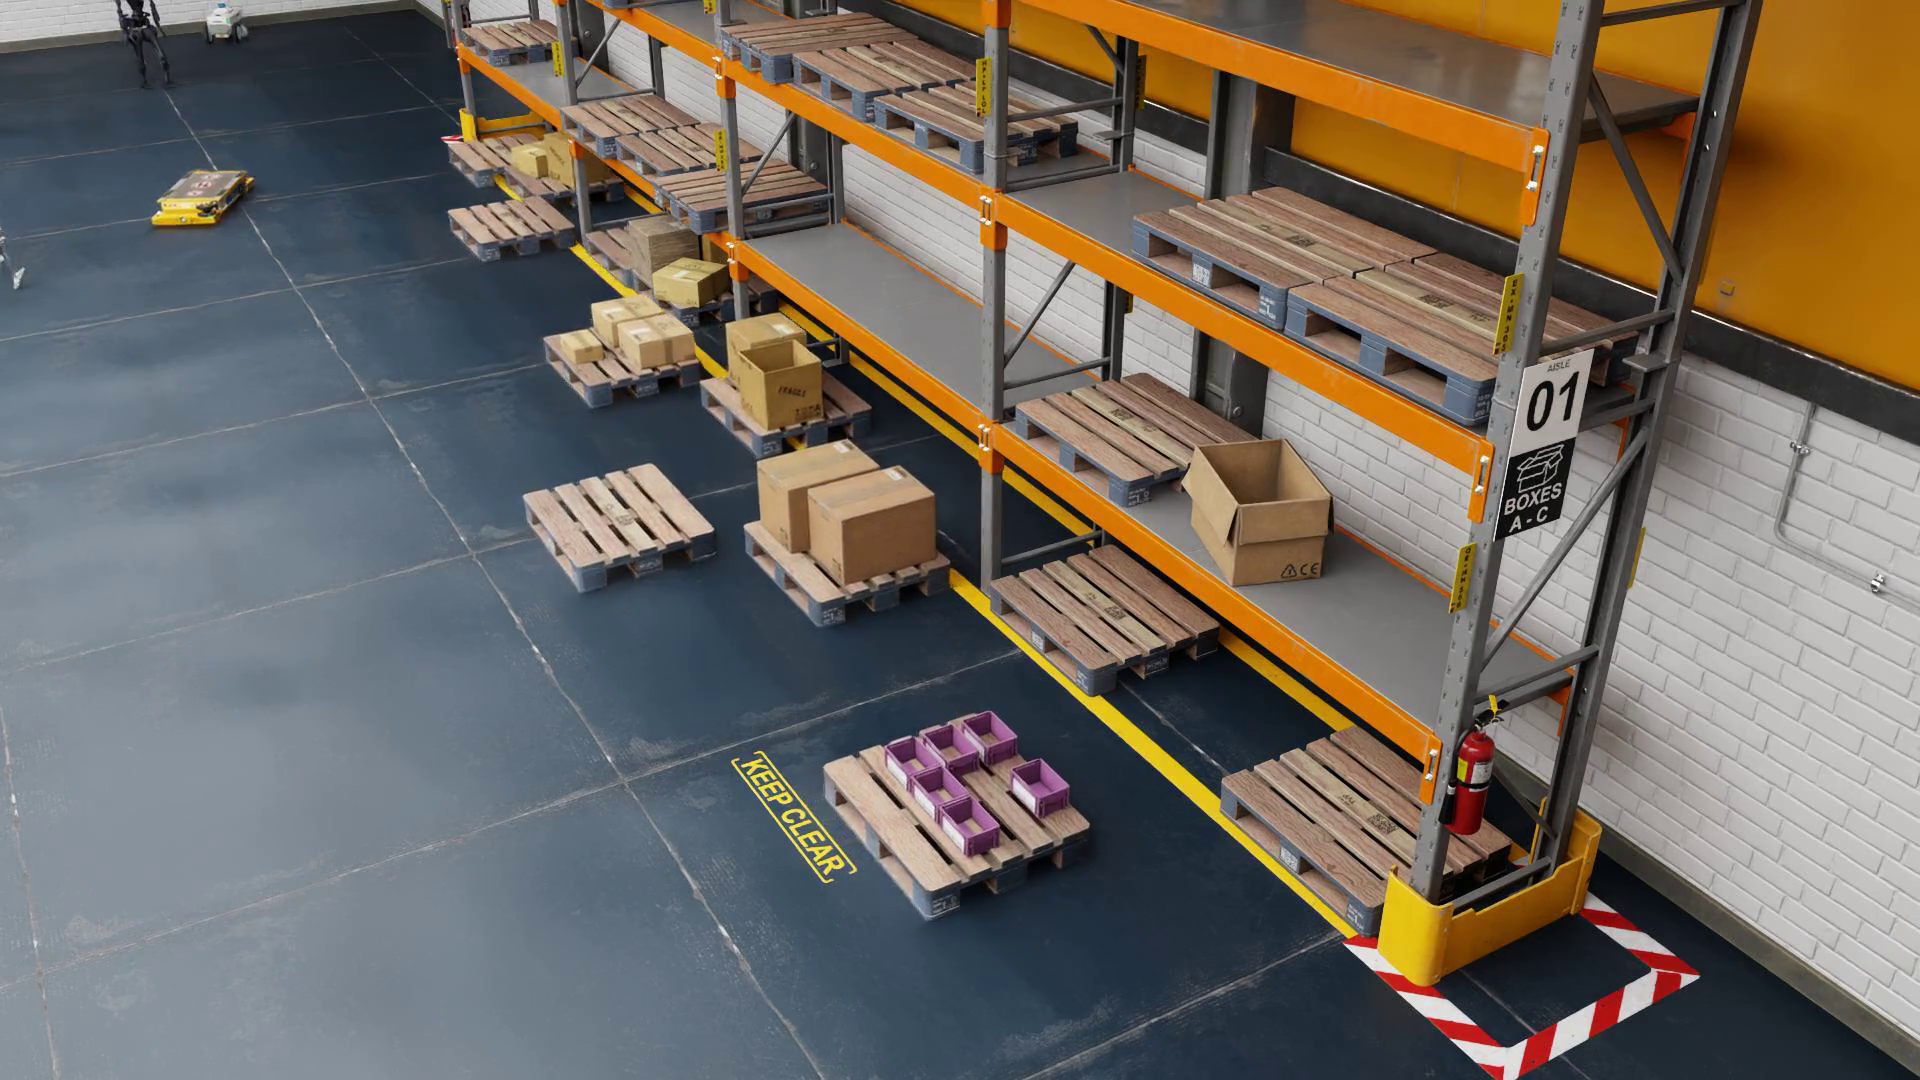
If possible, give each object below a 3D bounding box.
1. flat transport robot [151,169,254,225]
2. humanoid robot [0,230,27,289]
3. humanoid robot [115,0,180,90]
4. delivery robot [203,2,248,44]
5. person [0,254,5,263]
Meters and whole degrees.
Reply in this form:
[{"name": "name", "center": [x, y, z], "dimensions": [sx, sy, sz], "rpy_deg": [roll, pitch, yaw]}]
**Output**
[{"name": "flat transport robot", "center": [-8.326, -3.782, 18.308], "dimensions": [0.659, 0.231, 1.431], "rpy_deg": [-2, 30, -4]}, {"name": "humanoid robot", "center": [-9.214, -3.081, 15.626], "dimensions": [0.530, 1.780, 0.990], "rpy_deg": [10, 31, 16]}, {"name": "humanoid robot", "center": [-10.995, -6.885, 22.368], "dimensions": [0.567, 1.639, 0.610], "rpy_deg": [18, 34, 29]}, {"name": "delivery robot", "center": [-11.109, -7.823, 25.149], "dimensions": [0.525, 0.590, 0.762], "rpy_deg": [-3, 30, -5]}, {"name": "person", "center": [-9.864, -3.513, 16.378], "dimensions": [0.466, 1.706, 0.367], "rpy_deg": [-7, 30, -13]}]
